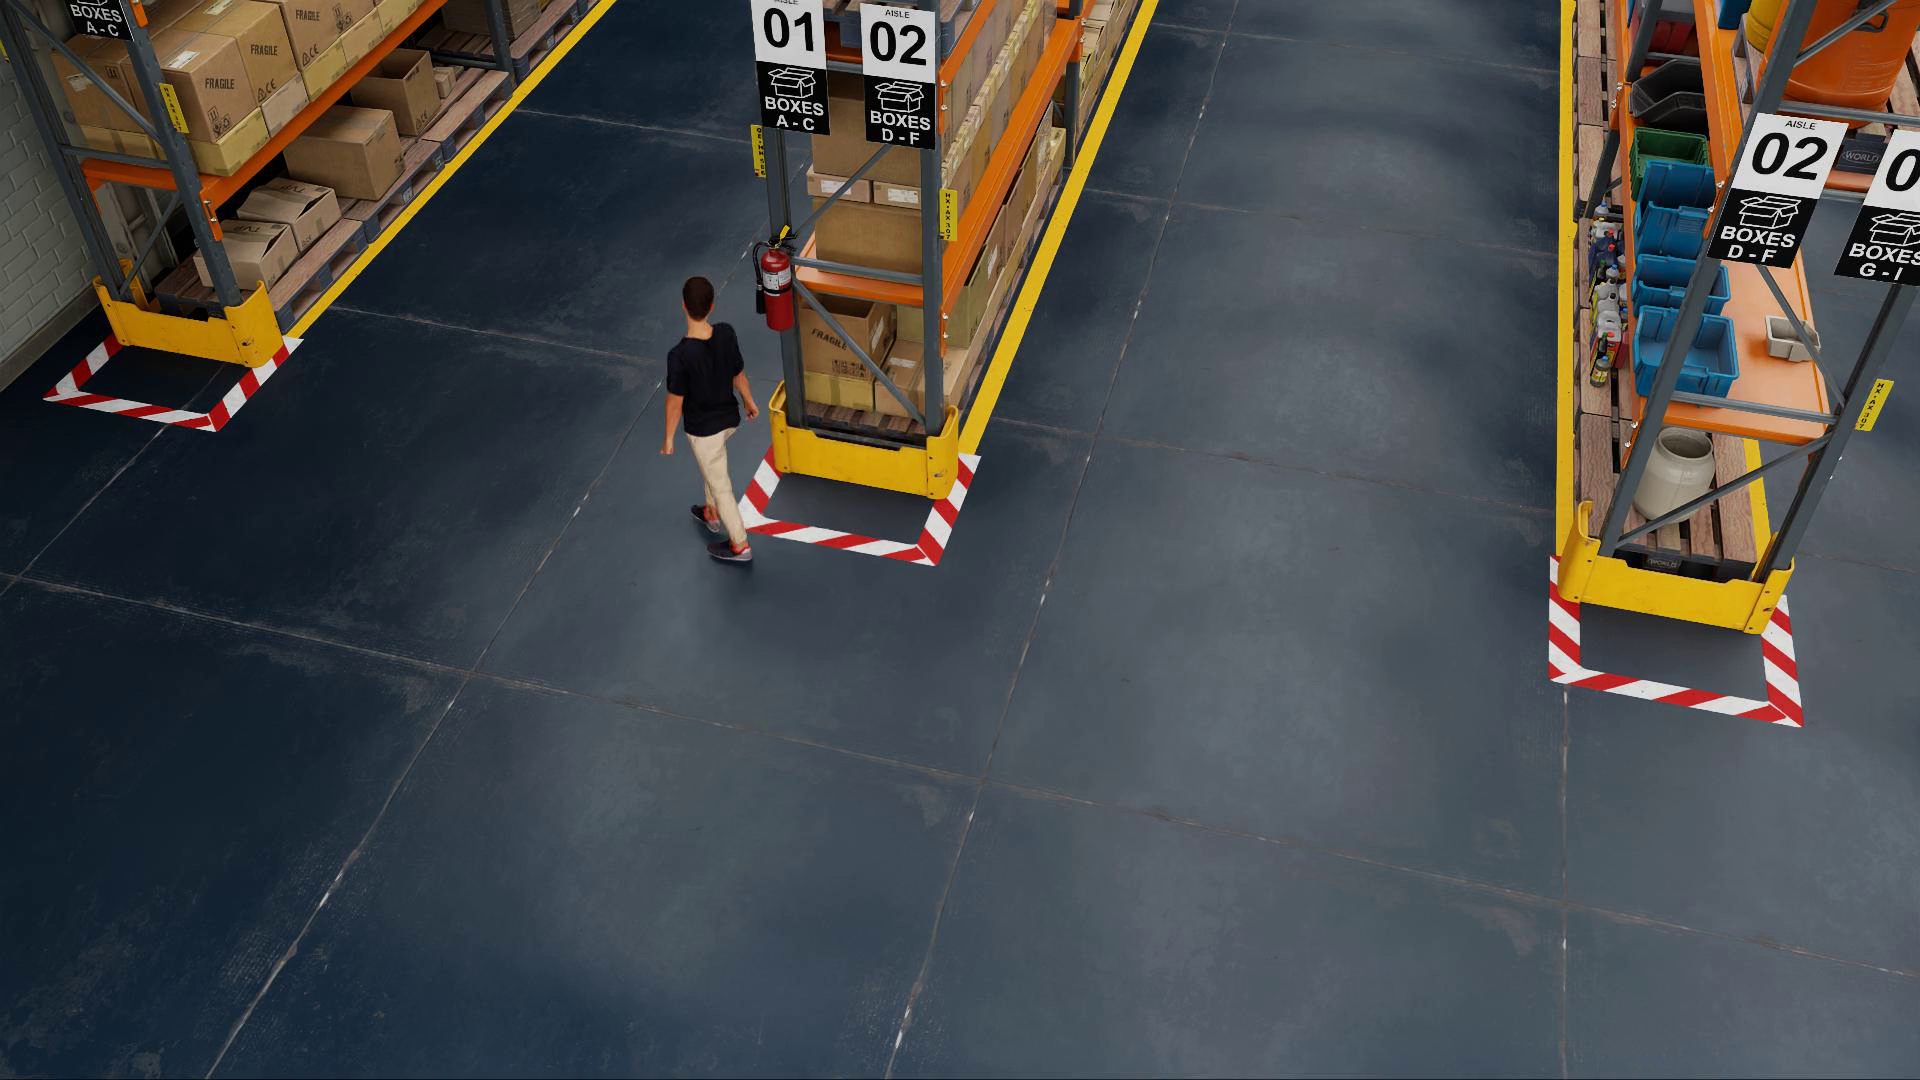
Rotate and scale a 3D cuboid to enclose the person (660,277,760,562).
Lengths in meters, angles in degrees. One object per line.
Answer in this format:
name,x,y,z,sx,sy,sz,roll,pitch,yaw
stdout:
person,-1.349,-0.632,9.587,0.968,1.818,0.887,23,48,23
